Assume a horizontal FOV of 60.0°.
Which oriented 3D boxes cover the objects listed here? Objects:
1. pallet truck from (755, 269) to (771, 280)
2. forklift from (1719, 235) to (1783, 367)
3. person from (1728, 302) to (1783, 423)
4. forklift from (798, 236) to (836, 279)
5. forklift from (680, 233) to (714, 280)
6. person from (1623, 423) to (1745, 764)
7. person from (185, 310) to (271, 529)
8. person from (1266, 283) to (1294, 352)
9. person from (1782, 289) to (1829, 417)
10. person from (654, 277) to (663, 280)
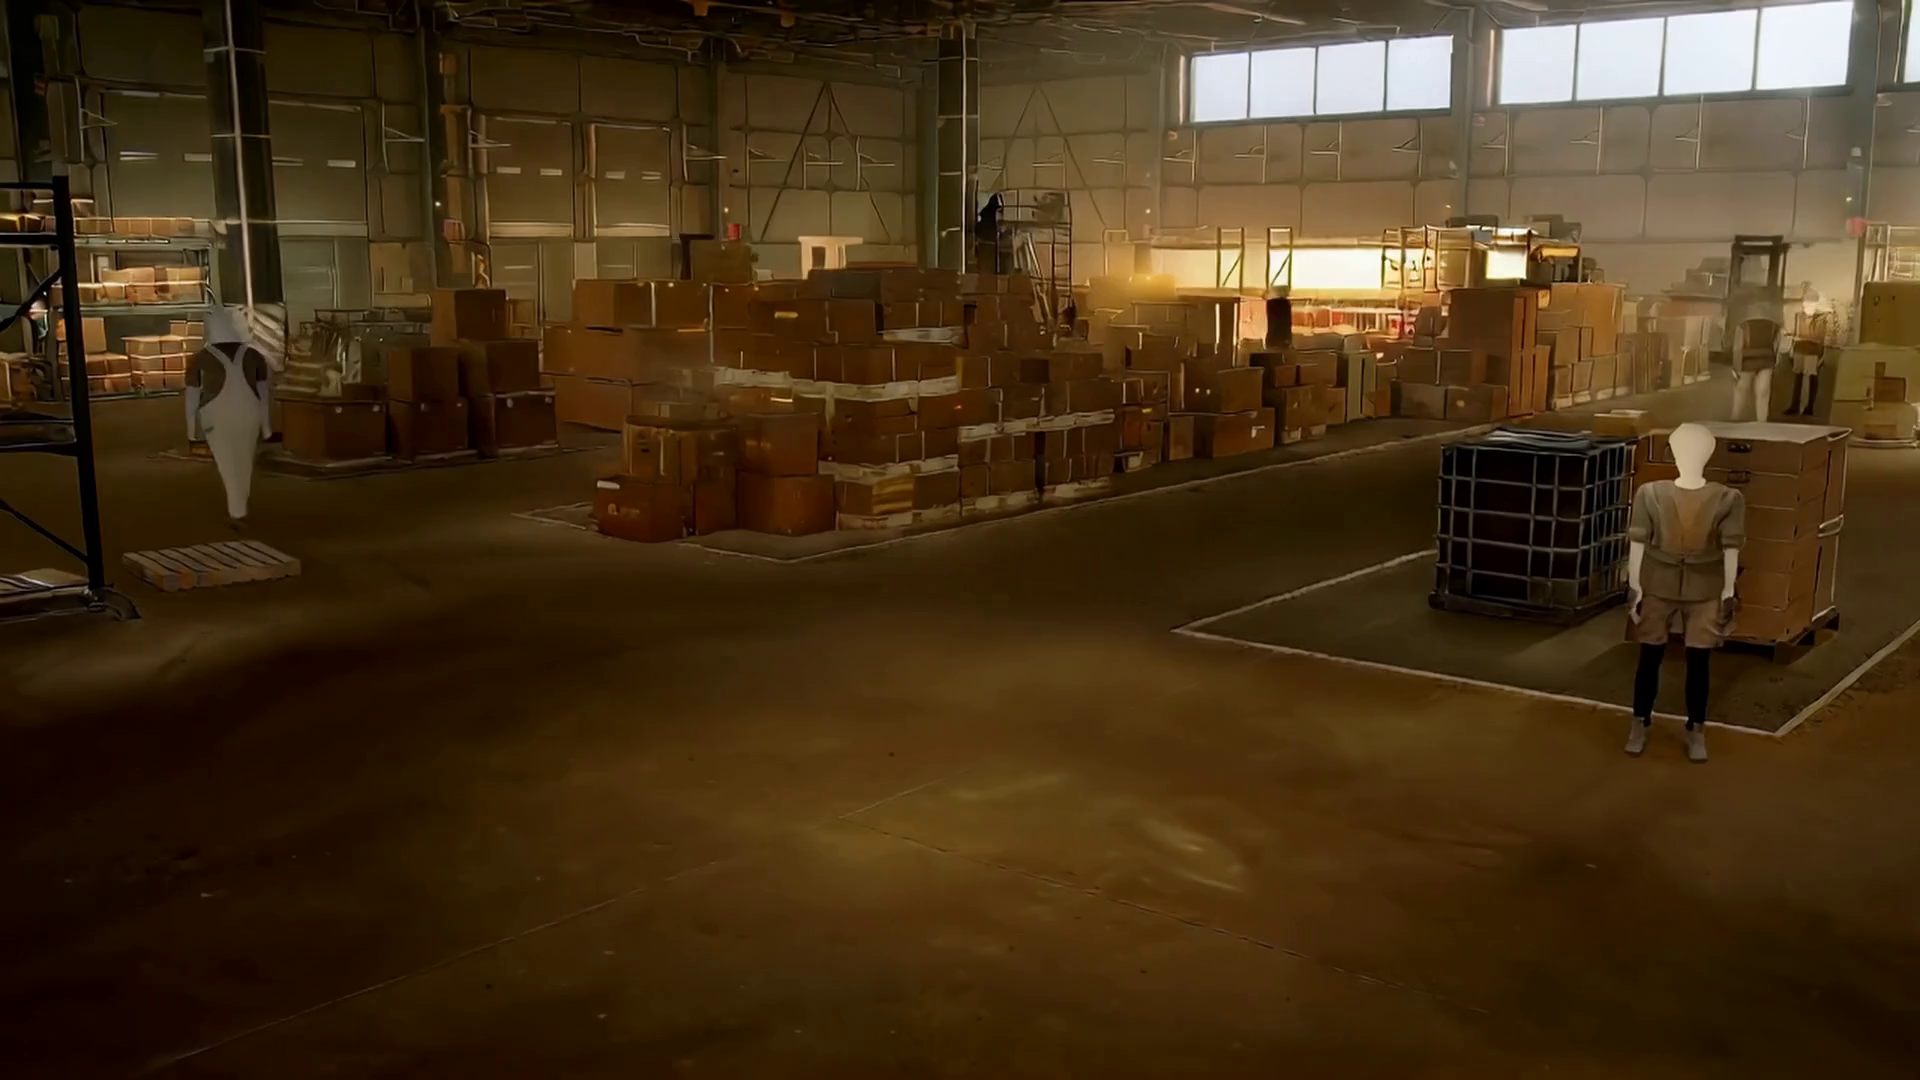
[{"bbox_3d":[-4.996,-6.432,45.525,1.885,1.965,0.823,-6,12,-32],"label":"pallet truck"},{"bbox_3d":[17.235,-5.222,36.123,1.129,2.768,1.873,4,11,20],"label":"forklift"},{"bbox_3d":[10.950,-2.363,22.926,0.637,1.797,0.931,2,10,11],"label":"person"},{"bbox_3d":[-3.360,-5.810,39.471,1.873,2.768,1.129,10,14,44],"label":"forklift"},{"bbox_3d":[-5.114,-4.592,32.538,1.873,2.768,1.129,3,10,14],"label":"forklift"},{"bbox_3d":[3.578,0.263,8.262,0.539,1.696,0.317,4,11,23],"label":"person"},{"bbox_3d":[-6.775,-1.153,15.345,0.700,2.000,1.028,-10,14,-43],"label":"person"},{"bbox_3d":[5.871,-3.691,30.176,0.742,1.916,0.632,-7,12,-35],"label":"person"},{"bbox_3d":[12.790,-2.822,25.146,0.373,1.933,0.550,-6,12,-31],"label":"person"},{"bbox_3d":[-6.509,-4.725,36.014,0.636,1.930,0.371,-4,11,-23],"label":"person"}]
